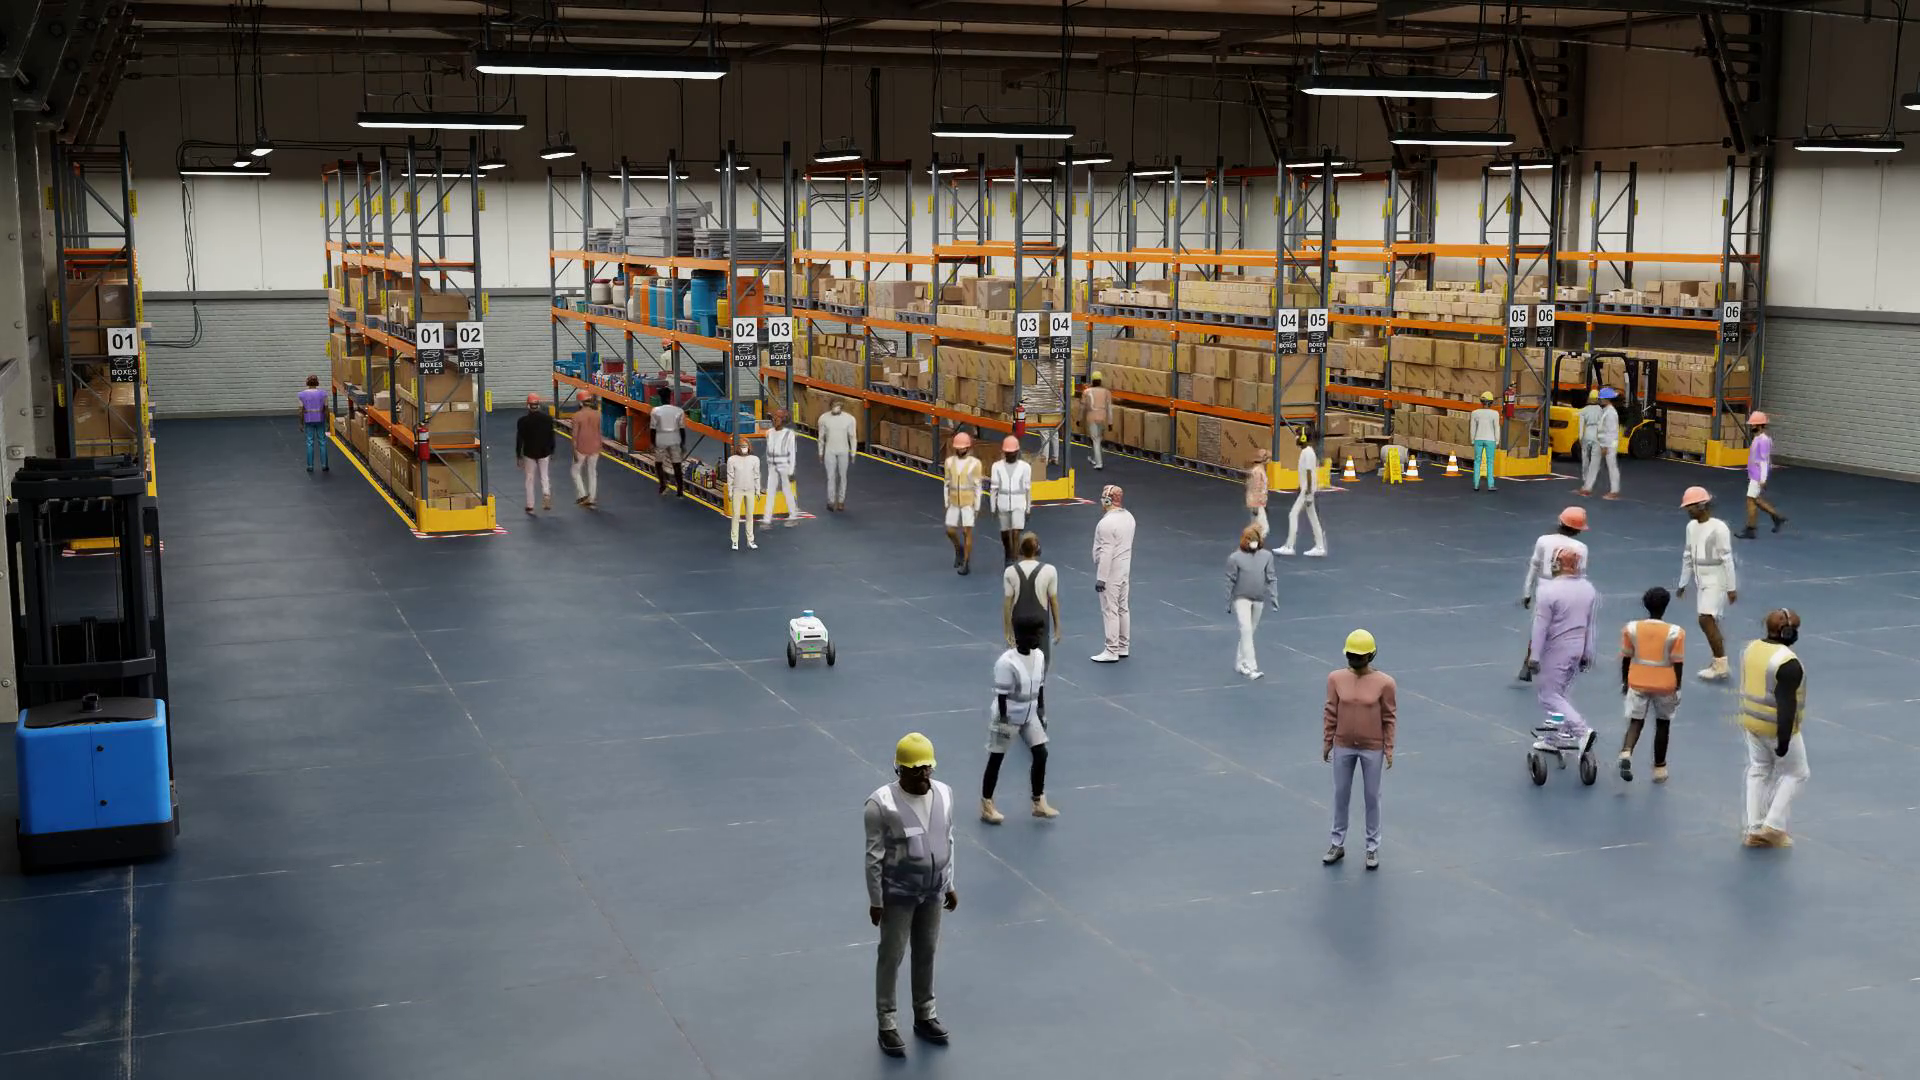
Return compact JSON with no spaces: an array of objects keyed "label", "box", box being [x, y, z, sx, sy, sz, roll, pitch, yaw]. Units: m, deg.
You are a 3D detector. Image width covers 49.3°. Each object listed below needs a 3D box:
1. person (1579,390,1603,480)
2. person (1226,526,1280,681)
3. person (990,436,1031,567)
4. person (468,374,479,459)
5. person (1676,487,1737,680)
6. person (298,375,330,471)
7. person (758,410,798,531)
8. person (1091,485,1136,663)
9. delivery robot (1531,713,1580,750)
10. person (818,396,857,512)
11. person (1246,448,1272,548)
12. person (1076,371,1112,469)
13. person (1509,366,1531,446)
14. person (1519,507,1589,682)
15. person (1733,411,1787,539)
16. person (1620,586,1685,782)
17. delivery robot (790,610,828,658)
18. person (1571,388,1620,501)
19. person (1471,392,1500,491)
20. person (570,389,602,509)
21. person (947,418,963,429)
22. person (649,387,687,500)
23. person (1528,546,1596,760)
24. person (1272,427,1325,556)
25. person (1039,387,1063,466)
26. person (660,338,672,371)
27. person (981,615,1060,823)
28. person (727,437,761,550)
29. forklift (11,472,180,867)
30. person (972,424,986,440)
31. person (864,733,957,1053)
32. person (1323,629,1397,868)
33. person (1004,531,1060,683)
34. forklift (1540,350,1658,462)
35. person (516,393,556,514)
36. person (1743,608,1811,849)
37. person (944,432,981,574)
[{"label":"person","box":[11.532,-1.884,38.170,0.500,1.696,0.886,2,9,16]},{"label":"person","box":[3.039,0.650,21.676,0.503,1.588,0.830,-3,9,-19]},{"label":"person","box":[0.692,-0.477,28.174,0.543,1.907,0.865,1,9,9]},{"label":"person","box":[-9.893,-2.538,42.293,0.612,1.783,0.919,-4,9,-24]},{"label":"person","box":[7.739,0.446,21.692,0.602,1.990,0.652,-2,9,-12]},{"label":"person","box":[-12.351,-2.238,40.072,0.567,1.846,0.389,-3,9,-19]},{"label":"person","box":[-2.789,-1.082,32.436,0.595,1.863,0.835,5,10,32]},{"label":"person","box":[1.628,0.357,22.575,0.406,1.906,0.654,5,10,30]},{"label":"delivery robot","box":[5.082,1.590,17.804,0.335,0.223,0.698,0,8,0]},{"label":"person","box":[-2.019,-1.400,34.309,0.642,1.887,1.010,0,9,-2]},{"label":"person","box":[4.134,-0.459,28.991,0.355,1.612,0.536,1,9,8]},{"label":"person","box":[2.628,-2.326,40.598,0.595,1.868,1.020,-3,9,-20]},{"label":"person","box":[11.181,-2.550,41.936,0.647,1.903,0.817,-3,9,-21]},{"label":"person","box":[6.014,0.589,21.134,0.662,1.888,0.390,8,12,43]},{"label":"person","box":[12.031,-0.974,31.398,0.653,1.922,0.560,3,9,16]},{"label":"person","box":[5.775,1.231,17.542,0.538,1.679,0.633,5,10,32]},{"label":"delivery robot","box":[-1.633,1.004,22.577,0.477,0.478,0.707,-2,9,-11]},{"label":"person","box":[10.913,-1.635,35.803,0.882,1.914,0.639,0,9,1]},{"label":"person","box":[9.303,-1.745,37.083,0.523,1.760,0.327,5,10,31]},{"label":"person","box":[-6.219,-1.511,34.770,0.622,1.976,0.461,-8,11,-41]},{"label":"person","box":[-0.132,-3.457,48.299,0.636,1.826,0.510,-2,9,-14]},{"label":"person","box":[-5.025,-1.661,35.934,0.662,1.929,0.661,-4,9,-23]},{"label":"person","box":[5.333,0.998,18.391,0.652,1.886,0.737,-6,10,-35]},{"label":"person","box":[4.817,-0.687,29.764,0.860,1.827,0.548,2,9,13]},{"label":"person","box":[1.717,-2.383,41.060,0.633,1.842,0.429,-7,11,-38]},{"label":"person","box":[-7.046,-3.894,50.656,0.406,1.987,0.615,5,10,31]},{"label":"person","box":[0.485,1.402,16.423,0.544,1.658,0.600,-8,11,-42]},{"label":"person","box":[-3.137,-0.682,30.402,0.498,1.633,0.282,-3,9,-22]},{"label":"forklift","box":[-6.630,0.886,15.957,1.129,2.768,1.873,-3,9,-21]},{"label":"person","box":[0.418,-3.217,46.062,0.621,2.023,0.876,-3,9,-16]},{"label":"person","box":[-0.261,1.988,11.942,0.596,1.831,0.403,-6,10,-34]},{"label":"person","box":[2.913,1.517,15.313,0.530,1.765,0.326,4,9,24]},{"label":"person","box":[0.661,0.828,19.711,0.521,1.829,0.748,2,9,14]},{"label":"forklift","box":[12.897,-2.725,42.309,2.313,2.155,1.214,-3,9,-21]},{"label":"person","box":[-6.900,-1.403,34.084,0.677,1.974,0.566,-4,9,-25]},{"label":"person","box":[6.138,1.419,15.772,0.456,1.825,0.621,-2,9,-13]},{"label":"person","box":[0.033,-0.504,28.278,0.553,1.915,0.465,3,9,22]}]
